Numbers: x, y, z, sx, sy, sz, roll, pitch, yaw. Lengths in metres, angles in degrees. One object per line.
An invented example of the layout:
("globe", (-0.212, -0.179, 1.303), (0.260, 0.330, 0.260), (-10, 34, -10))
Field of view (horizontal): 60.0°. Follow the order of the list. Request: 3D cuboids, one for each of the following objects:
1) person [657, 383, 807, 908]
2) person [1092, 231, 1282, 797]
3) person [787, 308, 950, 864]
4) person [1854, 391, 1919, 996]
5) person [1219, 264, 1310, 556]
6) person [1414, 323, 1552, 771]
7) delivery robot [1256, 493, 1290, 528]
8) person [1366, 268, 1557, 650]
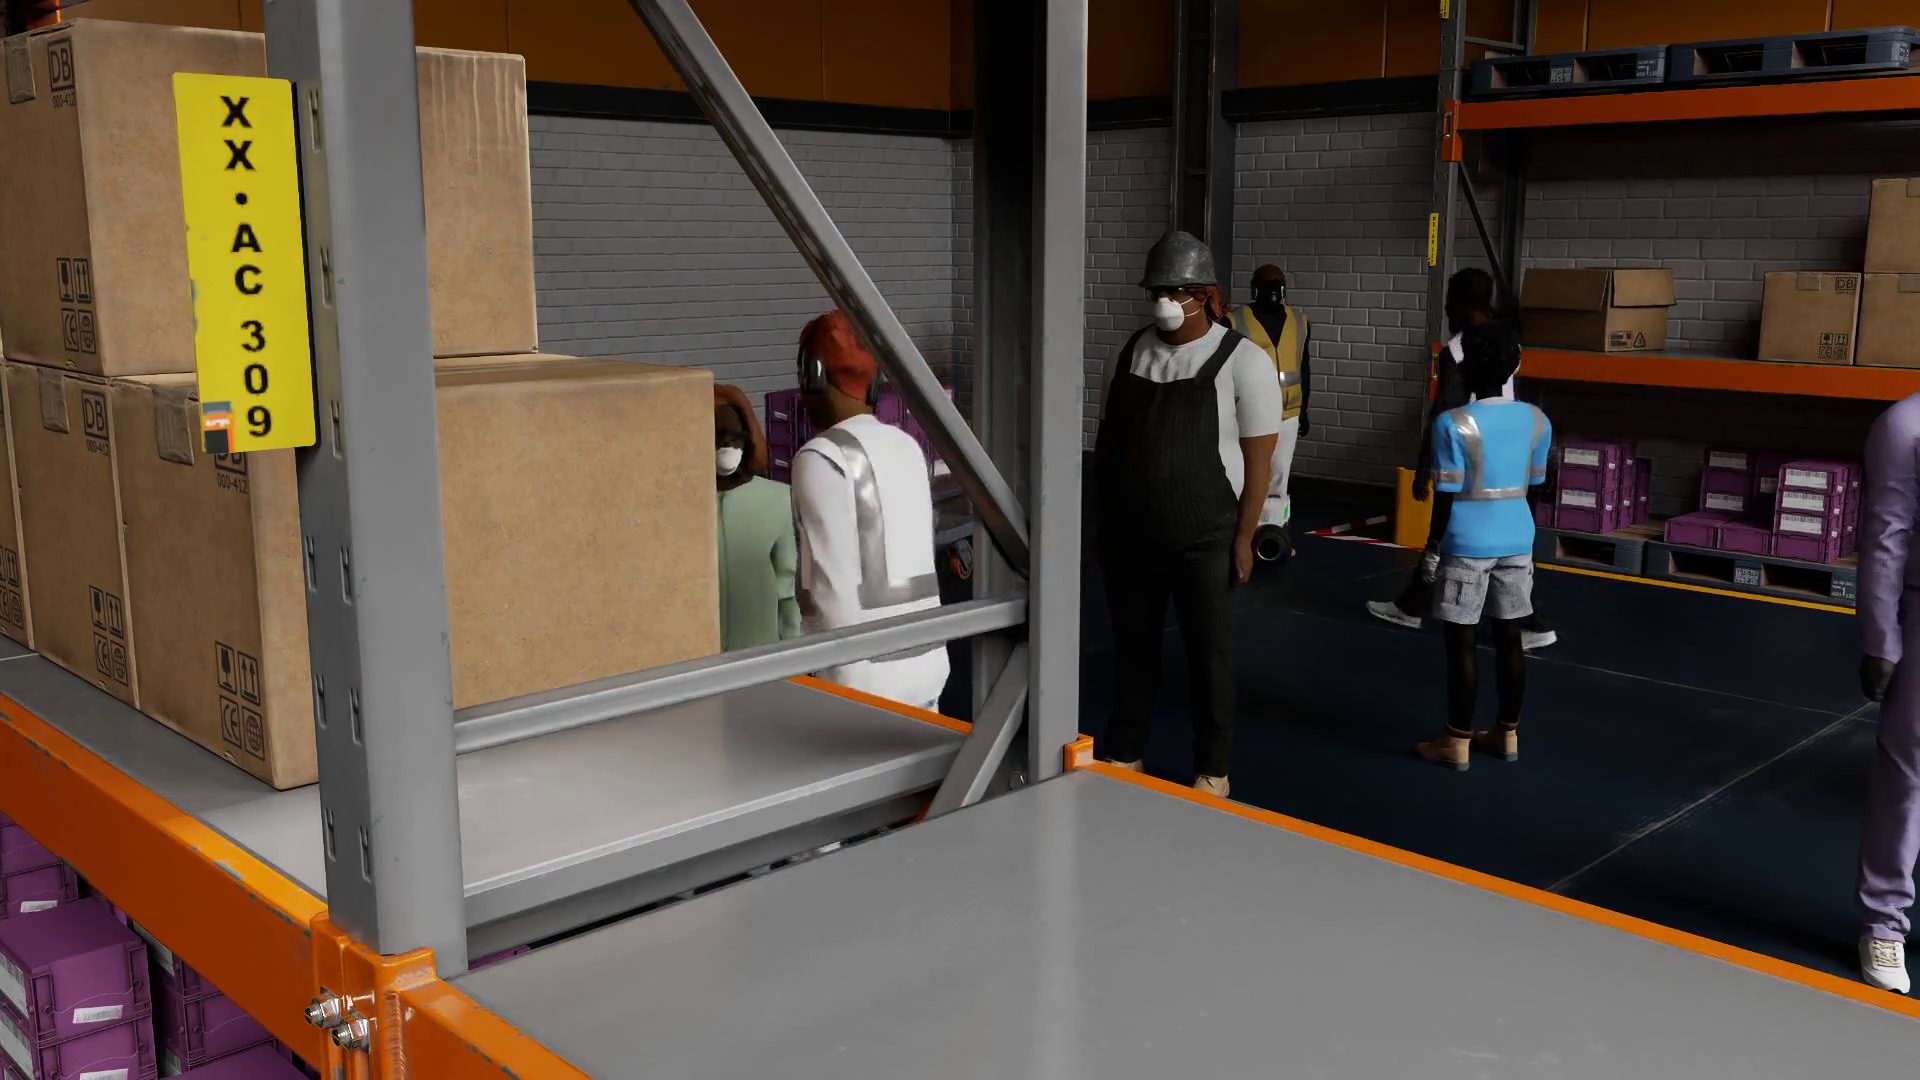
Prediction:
("person", (-0.654, 0.382, 4.573), (0.507, 1.630, 0.268), (-5, 11, -24))
("person", (0.743, -0.060, 5.870), (0.683, 2.000, 0.538), (6, 12, 31))
("person", (-0.216, 0.361, 4.102), (0.637, 1.843, 0.605), (6, 12, 28))
("person", (2.719, 0.272, 4.418), (0.643, 1.913, 0.410), (1, 10, 3))
("person", (1.914, -0.801, 10.455), (0.634, 1.842, 0.429), (-2, 11, -11))
("person", (1.978, 0.030, 6.318), (0.532, 1.698, 0.319), (-5, 11, -24))
("delivery robot", (1.677, -0.173, 10.287), (0.707, 0.478, 0.477), (2, 10, 9))
("person", (2.539, -0.402, 8.252), (1.061, 1.868, 0.606), (10, 14, 43))
